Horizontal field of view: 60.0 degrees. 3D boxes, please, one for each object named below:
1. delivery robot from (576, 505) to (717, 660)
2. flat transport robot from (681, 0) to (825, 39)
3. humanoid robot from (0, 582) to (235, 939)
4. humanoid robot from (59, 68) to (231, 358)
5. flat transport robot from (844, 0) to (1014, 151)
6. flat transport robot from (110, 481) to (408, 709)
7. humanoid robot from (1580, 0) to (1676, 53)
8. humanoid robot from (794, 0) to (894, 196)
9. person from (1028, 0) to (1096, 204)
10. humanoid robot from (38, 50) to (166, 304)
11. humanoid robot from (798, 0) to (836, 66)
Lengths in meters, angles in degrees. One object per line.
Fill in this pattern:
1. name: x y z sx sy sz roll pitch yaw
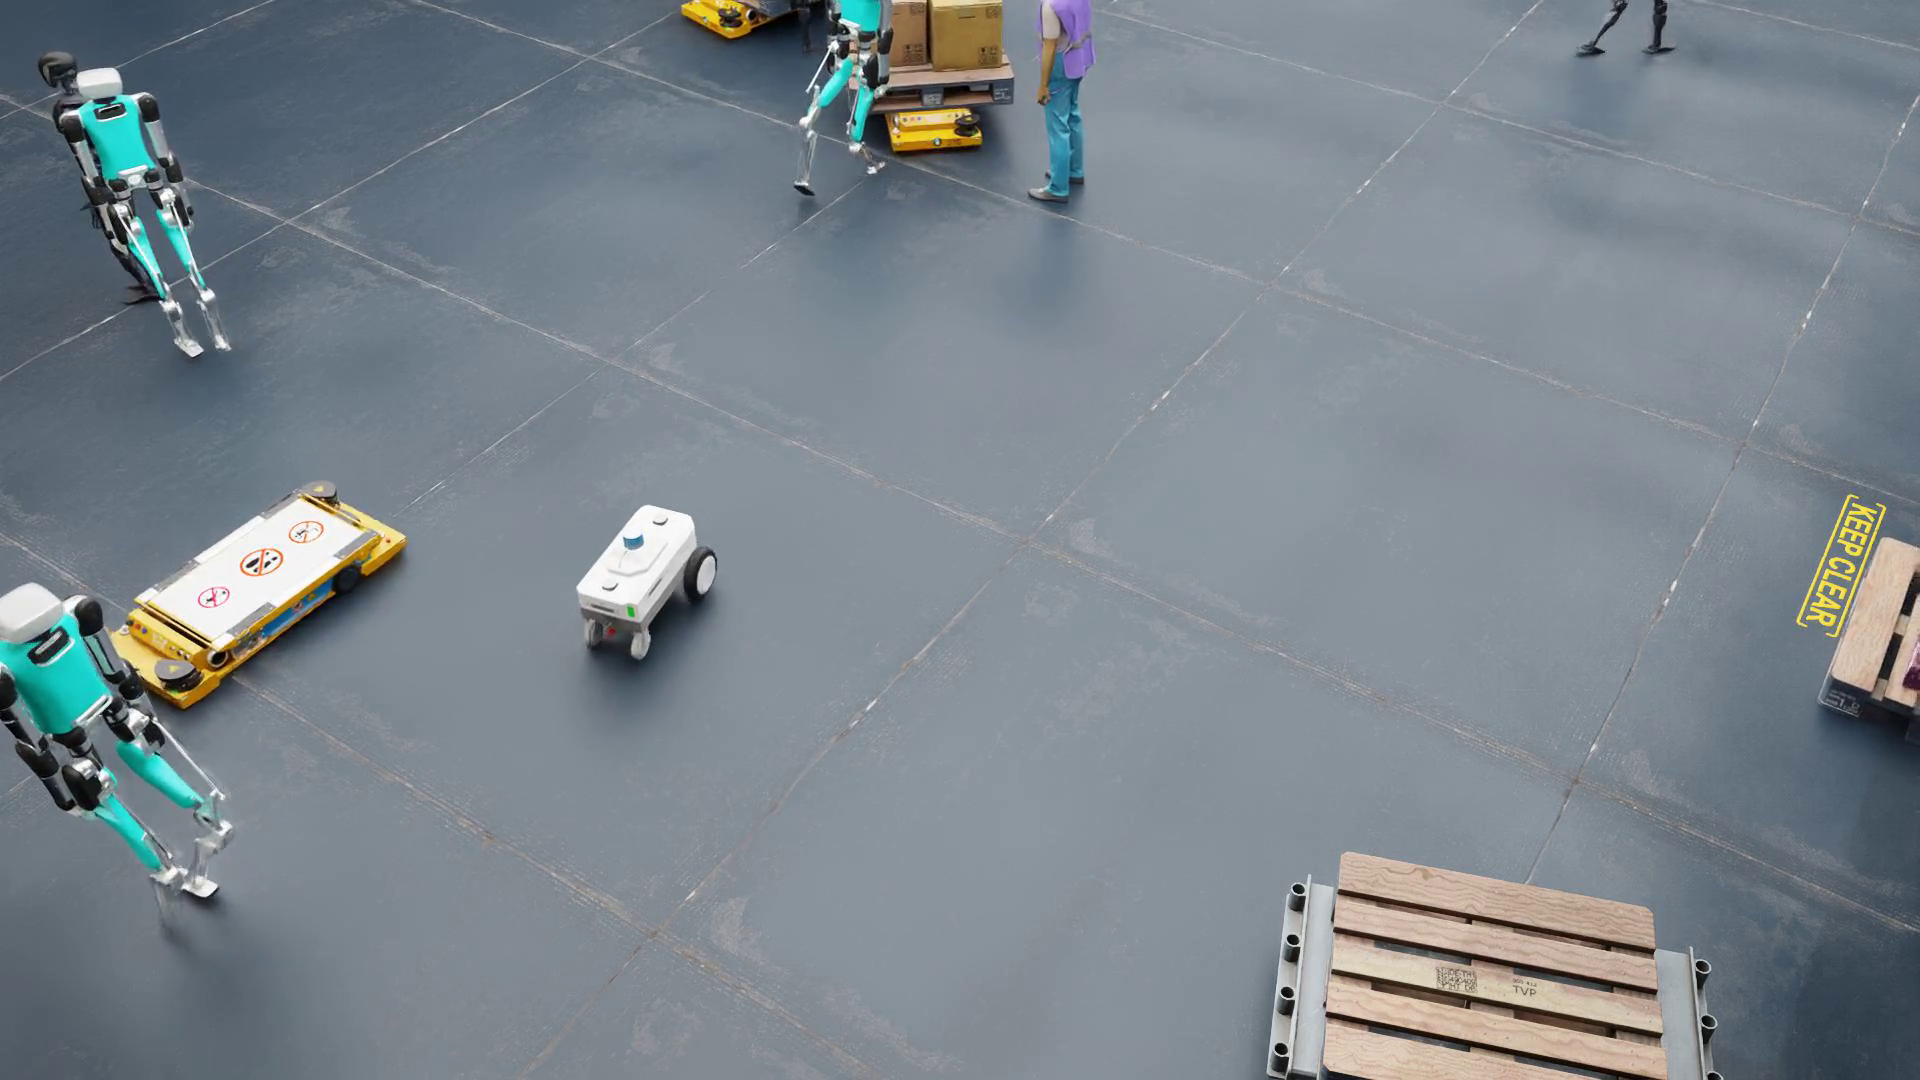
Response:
1. delivery robot: -1.606 0.169 8.374 0.499 0.593 0.789 14 44 15
2. flat transport robot: -1.565 -4.582 13.907 1.431 0.231 0.659 -33 51 -31
3. humanoid robot: -3.267 0.958 6.642 0.673 1.838 0.545 18 45 19
4. humanoid robot: -4.673 -1.802 9.699 0.541 1.769 0.768 -27 49 -27
5. flat transport robot: -0.274 -3.370 12.550 0.659 0.231 1.431 -6 42 -7
6. flat transport robot: -3.604 0.244 8.506 0.659 0.231 1.431 24 47 24
7. humanoid robot: 5.336 -4.518 12.827 0.784 1.637 0.591 -11 43 -12
8. humanoid robot: -0.856 -3.065 11.148 0.532 1.786 1.035 26 48 26
9. person: 0.694 -3.148 11.129 0.397 1.834 0.559 18 45 19
10. humanoid robot: -5.244 -2.209 10.190 0.319 1.648 0.595 -13 43 -14
11. humanoid robot: -1.136 -4.511 12.779 0.608 1.635 0.508 4 42 4
